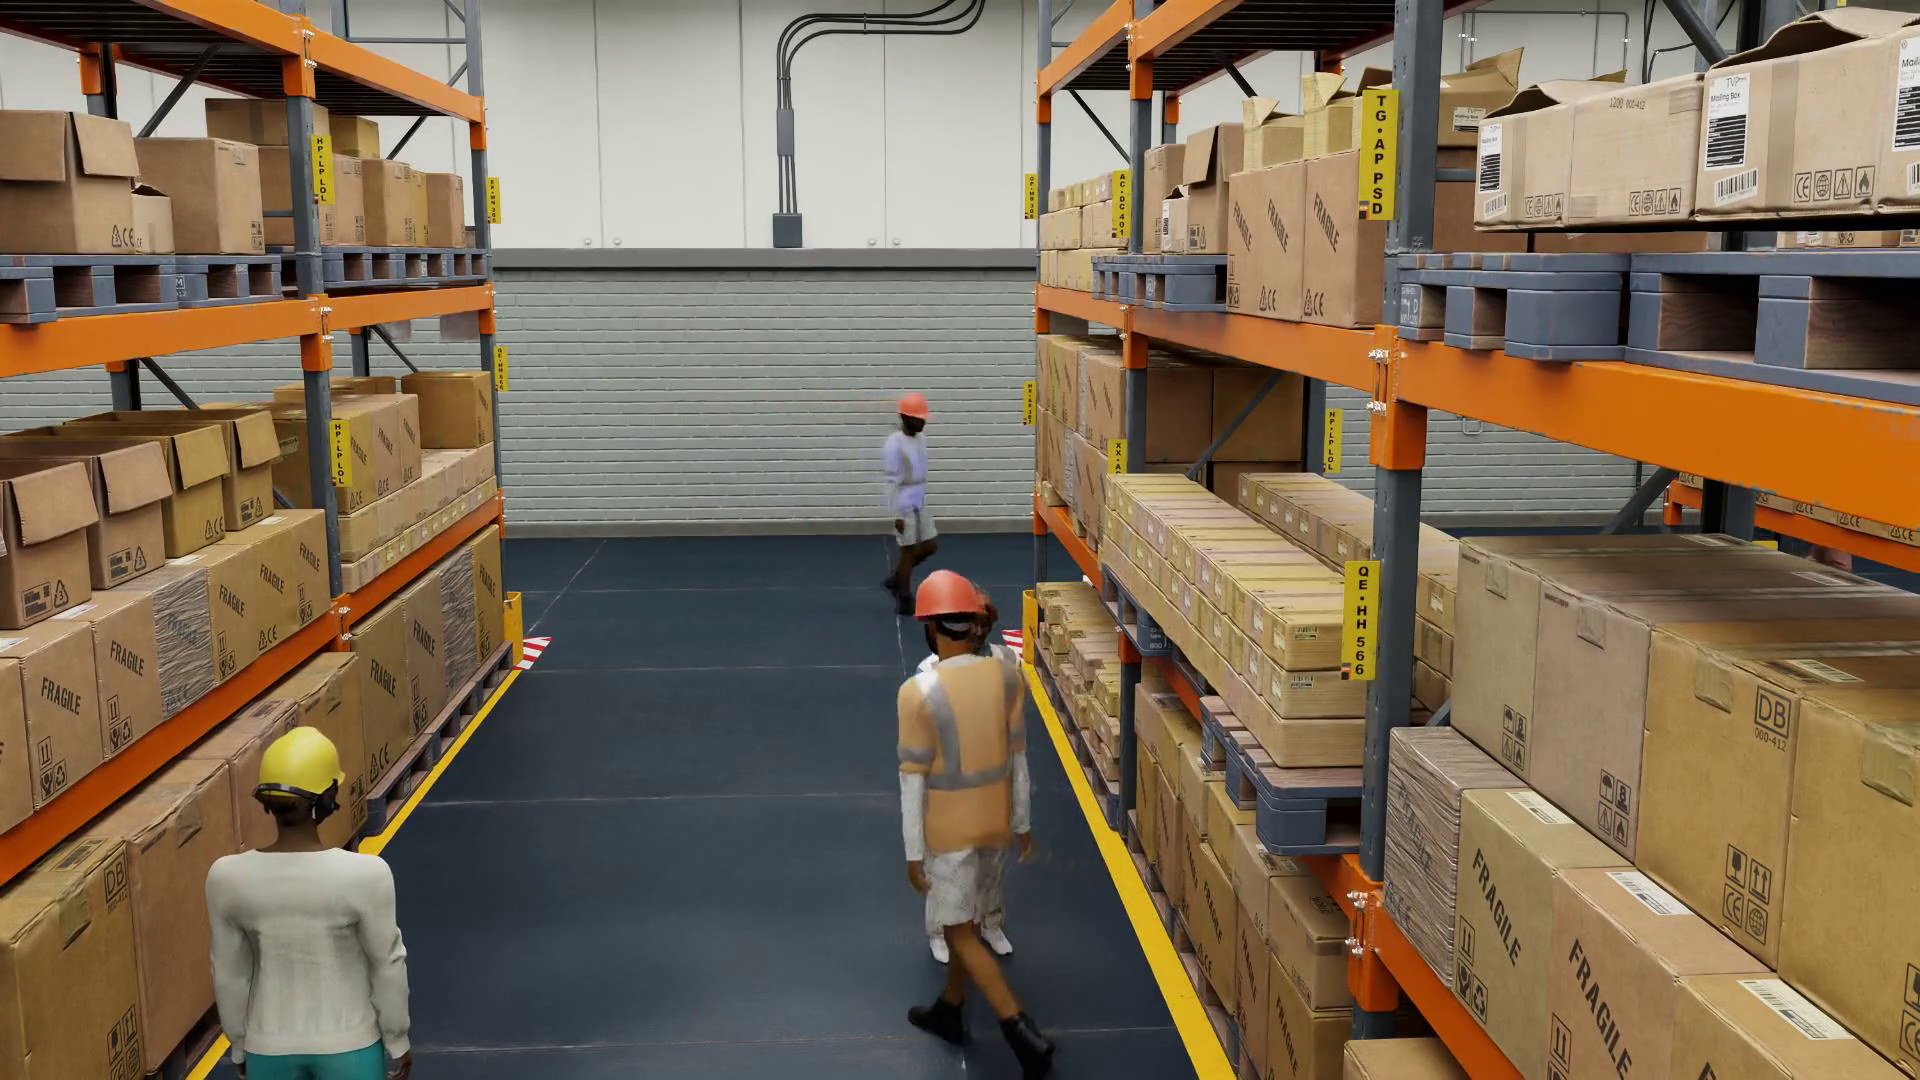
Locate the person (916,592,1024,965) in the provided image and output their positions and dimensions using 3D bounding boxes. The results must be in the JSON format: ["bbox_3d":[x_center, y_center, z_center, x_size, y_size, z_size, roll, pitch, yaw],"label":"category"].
[{"bbox_3d":[0.038,1.016,7.177,0.508,1.628,0.320,-5,11,-25],"label":"person"}]

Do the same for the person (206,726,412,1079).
[{"bbox_3d":[-1.781,1.383,4.609,0.525,1.769,0.313,0,10,-2],"label":"person"}]

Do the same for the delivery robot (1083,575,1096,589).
[{"bbox_3d":[1.349,0.414,13.601,0.707,0.478,0.477,9,13,42],"label":"delivery robot"}]

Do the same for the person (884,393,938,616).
[{"bbox_3d":[-0.431,-0.286,14.015,0.542,1.907,0.586,6,11,30],"label":"person"}]

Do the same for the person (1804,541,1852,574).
[{"bbox_3d":[7.033,-0.185,13.580,0.672,1.867,0.891,-7,12,-37],"label":"person"}]

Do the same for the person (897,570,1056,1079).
[{"bbox_3d":[0.084,1.067,6.136,0.582,1.898,0.869,-8,13,-40],"label":"person"}]
